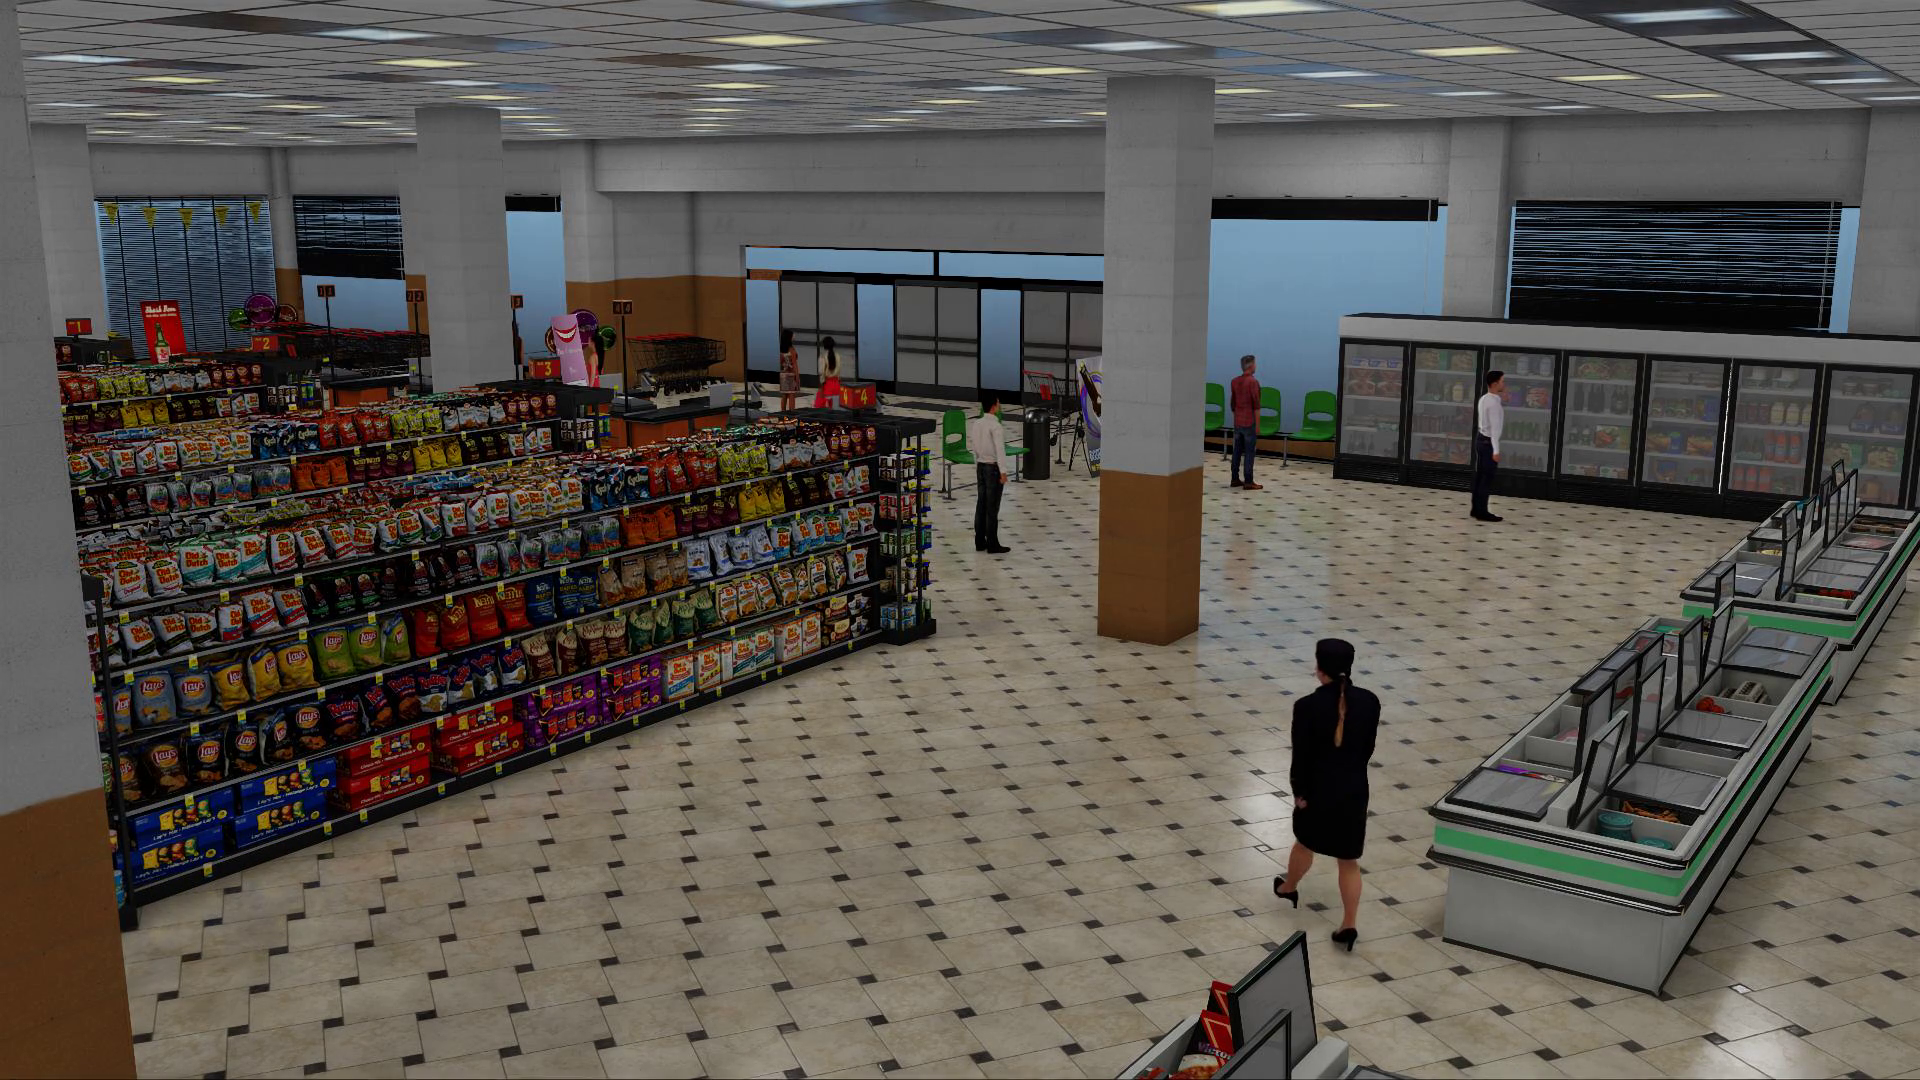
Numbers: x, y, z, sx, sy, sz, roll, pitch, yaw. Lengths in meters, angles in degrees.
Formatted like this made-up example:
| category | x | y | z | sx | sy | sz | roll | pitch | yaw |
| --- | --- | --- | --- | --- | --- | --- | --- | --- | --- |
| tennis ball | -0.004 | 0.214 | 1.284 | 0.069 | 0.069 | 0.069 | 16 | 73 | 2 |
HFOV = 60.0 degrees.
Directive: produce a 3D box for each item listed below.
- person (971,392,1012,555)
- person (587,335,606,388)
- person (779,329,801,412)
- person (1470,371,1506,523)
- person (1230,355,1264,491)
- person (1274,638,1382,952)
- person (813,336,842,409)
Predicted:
| category | x | y | z | sx | sy | sz | roll | pitch | yaw |
| --- | --- | --- | --- | --- | --- | --- | --- | --- | --- |
| person | 0.329 | -0.763 | 18.764 | 0.674 | 1.812 | 0.727 | -9 | 15 | -35 |
| person | -5.927 | -2.497 | 27.202 | 0.763 | 1.728 | 0.652 | 2 | 12 | 8 |
| person | -3.012 | -2.882 | 29.232 | 0.600 | 1.645 | 0.692 | -11 | 16 | -42 |
| person | 6.516 | -1.167 | 20.562 | 0.781 | 1.860 | 0.695 | 0 | 12 | 1 |
| person | 3.920 | -1.623 | 22.801 | 0.714 | 1.831 | 0.759 | -7 | 14 | -30 |
| person | 2.036 | 1.398 | 8.922 | 1.073 | 1.637 | 1.127 | -2 | 12 | -10 |
| person | -1.992 | -2.288 | 26.075 | 0.726 | 1.783 | 0.758 | -9 | 15 | -37 |
